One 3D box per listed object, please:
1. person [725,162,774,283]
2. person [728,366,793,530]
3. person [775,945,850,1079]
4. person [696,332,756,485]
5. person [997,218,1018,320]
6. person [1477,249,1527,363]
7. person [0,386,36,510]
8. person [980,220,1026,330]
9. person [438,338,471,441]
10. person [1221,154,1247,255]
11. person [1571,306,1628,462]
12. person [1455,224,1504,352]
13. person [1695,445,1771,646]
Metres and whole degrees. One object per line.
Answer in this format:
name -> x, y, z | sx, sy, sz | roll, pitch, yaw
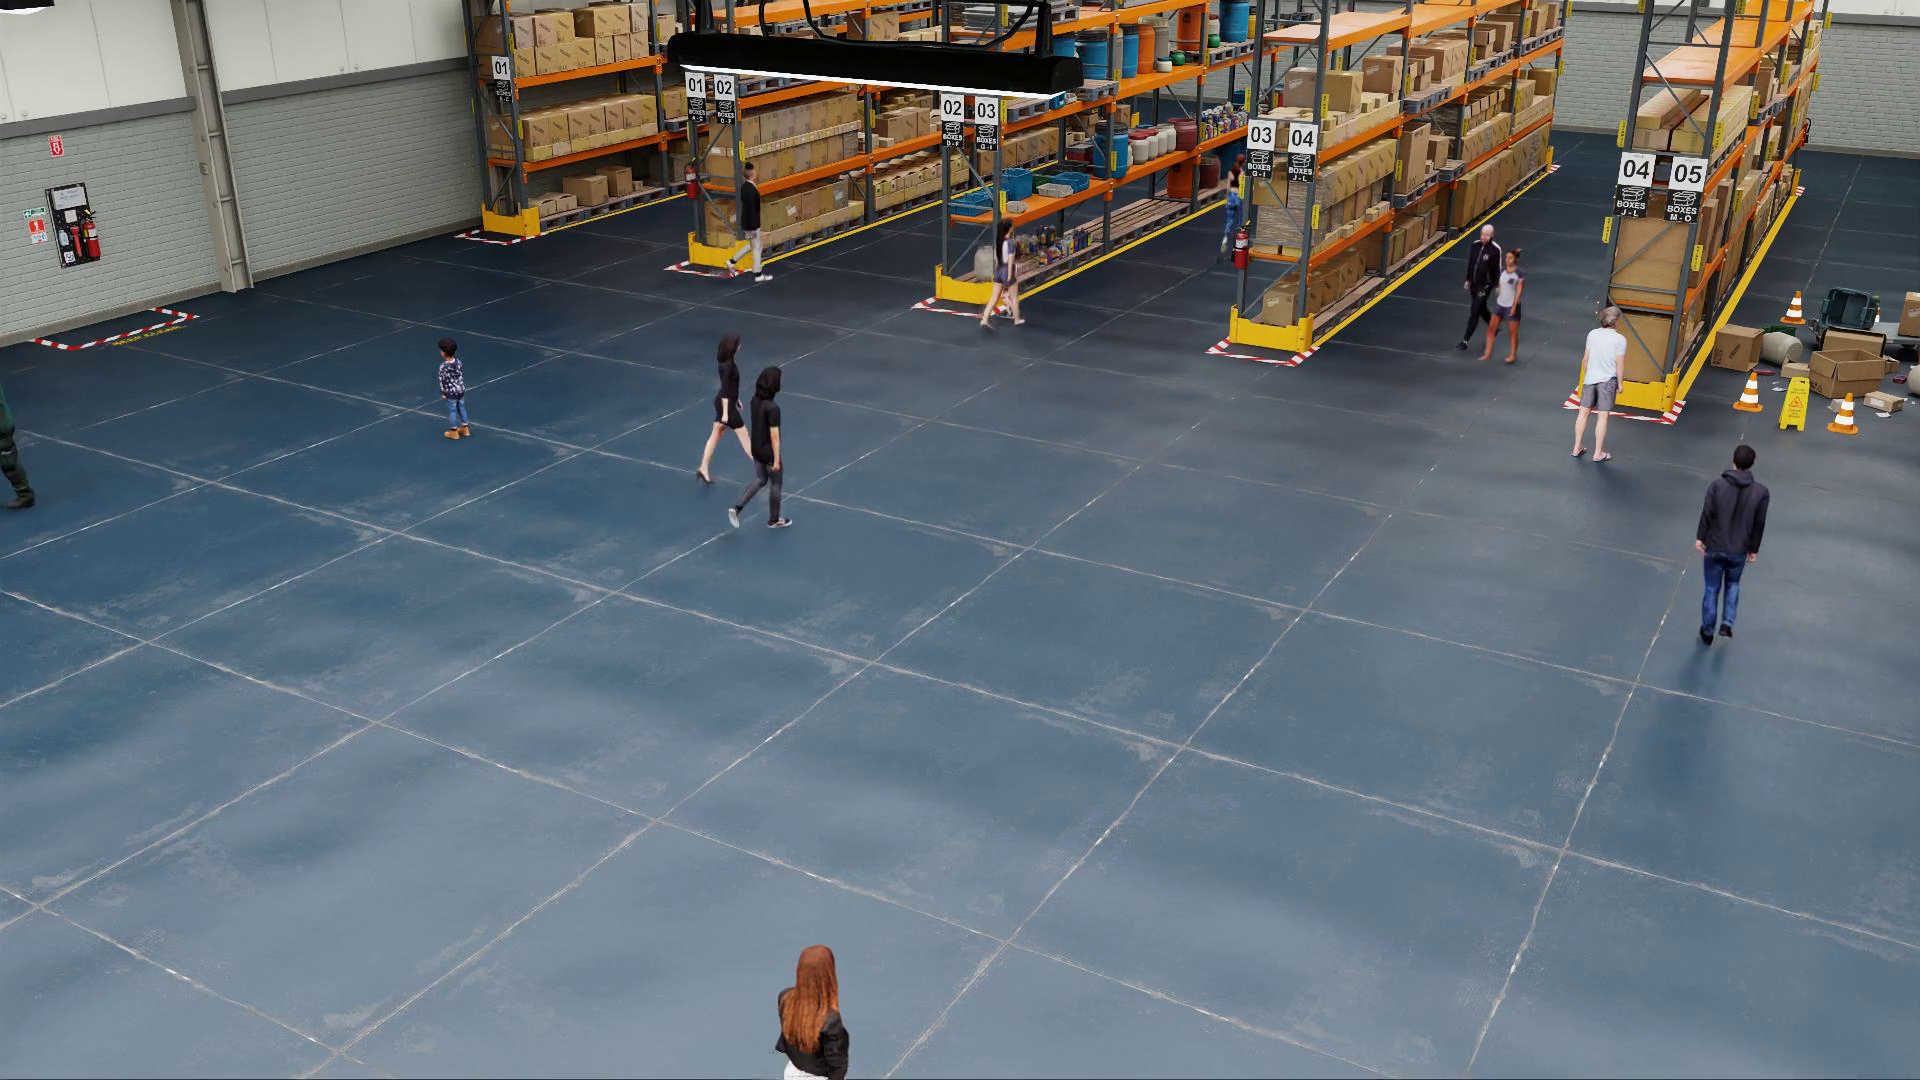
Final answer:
person -> -3.516, -5.219, 27.278 | 1.143, 1.947, 1.060 | -7, 24, -15
person -> -2.098, -0.924, 17.354 | 1.063, 1.810, 0.890 | -20, 30, -39
person -> -0.805, 2.861, 8.605 | 0.626, 1.690, 0.673 | 18, 29, 35
person -> -2.696, -1.416, 18.593 | 1.162, 1.745, 1.137 | -4, 23, -10
person -> 0.776, -4.079, 25.105 | 0.625, 1.551, 0.585 | 9, 25, 21
person -> 7.664, -3.238, 23.067 | 0.926, 1.597, 0.777 | -16, 28, -34
person -> -10.330, -1.182, 17.955 | 0.821, 1.814, 0.990 | 18, 29, 36
person -> 0.582, -3.878, 24.557 | 1.118, 1.609, 0.814 | -20, 30, -39
person -> -6.171, -1.853, 20.250 | 0.571, 1.252, 0.455 | 16, 28, 33
person -> 4.753, -5.774, 28.811 | 0.582, 1.768, 0.962 | 12, 26, 26
person -> 7.496, -1.846, 19.494 | 0.655, 1.831, 0.718 | -20, 30, -39
person -> 7.503, -3.608, 23.693 | 1.317, 1.788, 1.092 | -14, 27, -29
person -> 6.863, 0.091, 14.876 | 0.758, 1.881, 0.764 | 6, 24, 13
